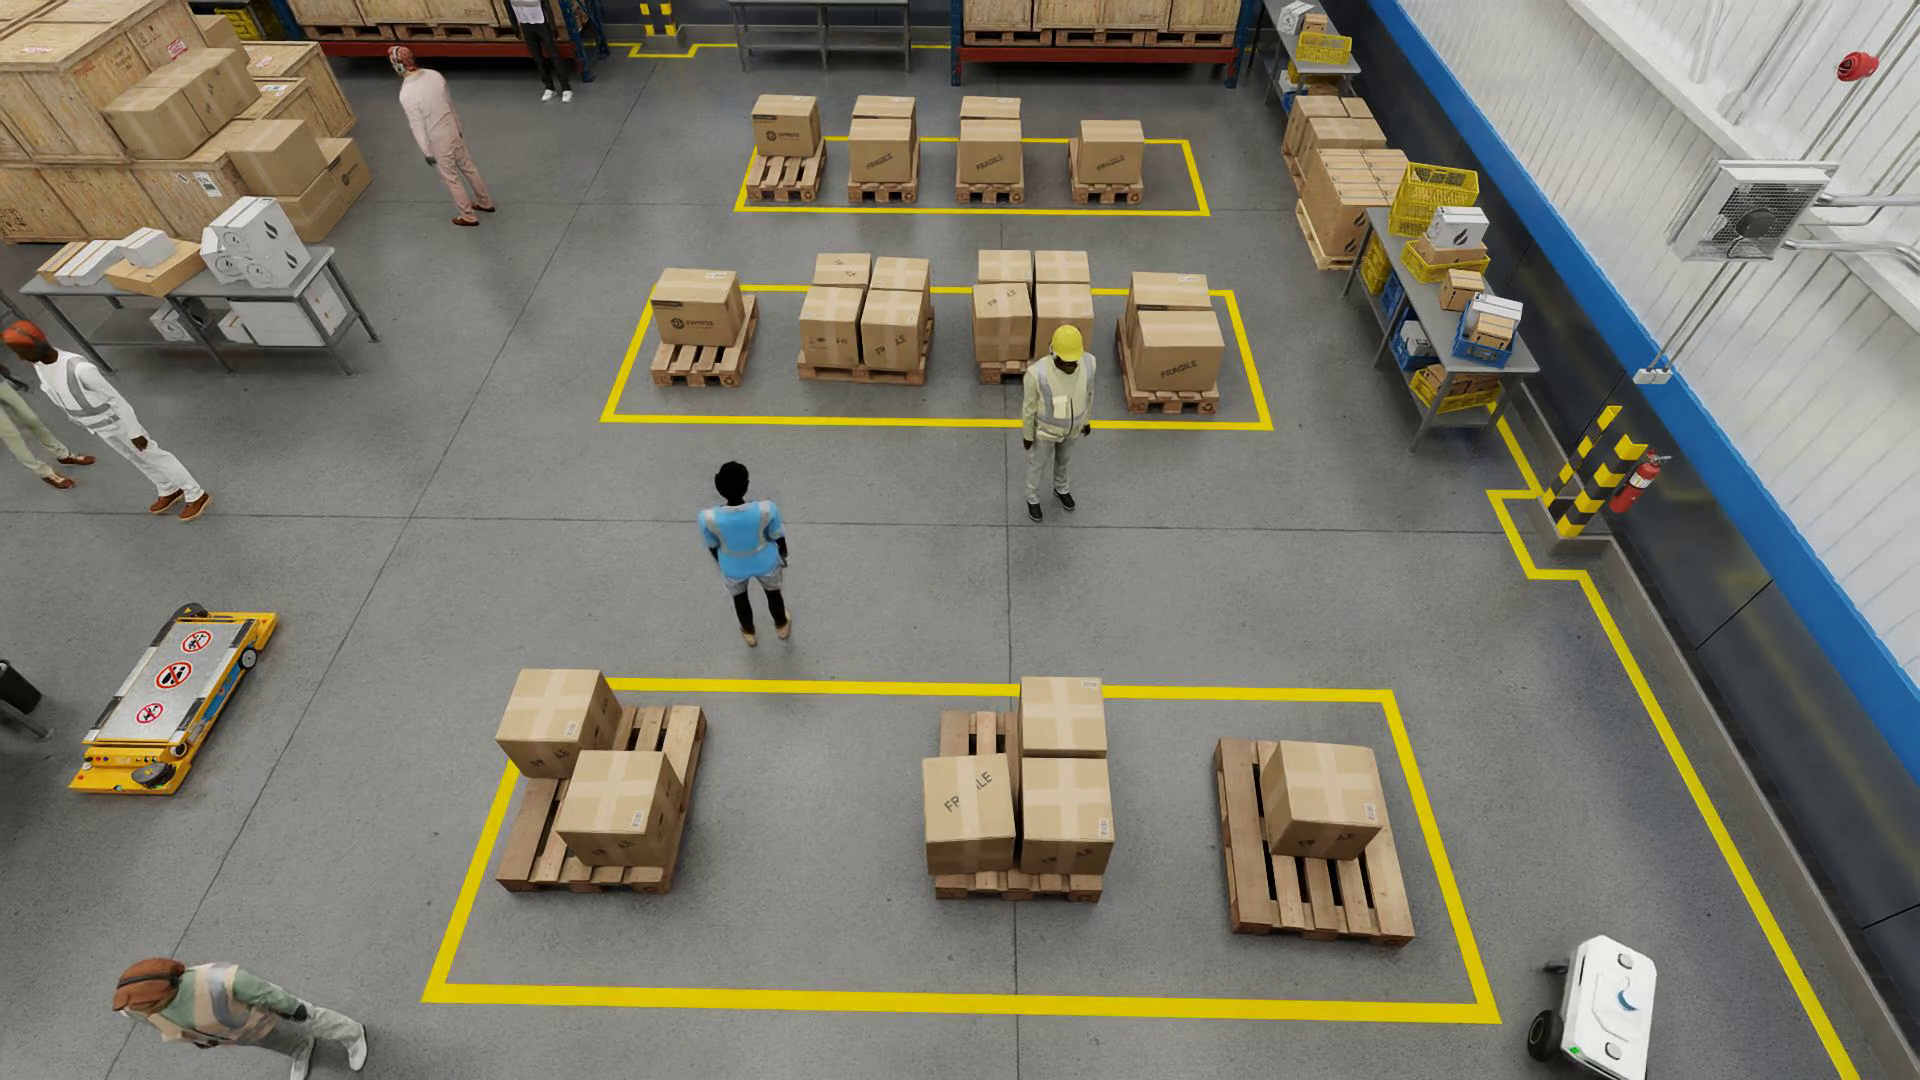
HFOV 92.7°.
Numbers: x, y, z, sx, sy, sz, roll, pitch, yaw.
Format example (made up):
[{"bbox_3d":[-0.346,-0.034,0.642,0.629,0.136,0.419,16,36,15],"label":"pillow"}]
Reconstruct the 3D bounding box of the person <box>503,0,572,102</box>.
[{"bbox_3d":[-5.586,-6.775,12.019,0.597,1.910,0.403,1,50,1],"label":"person"}]

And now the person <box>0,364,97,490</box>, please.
[{"bbox_3d":[-7.776,-1.199,7.327,0.309,1.864,0.535,3,50,2],"label":"person"}]

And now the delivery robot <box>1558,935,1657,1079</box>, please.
[{"bbox_3d":[3.512,2.539,4.957,0.477,0.478,0.707,25,54,20],"label":"delivery robot"}]

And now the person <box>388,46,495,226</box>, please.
[{"bbox_3d":[-5.683,-4.377,9.998,0.400,1.900,0.647,12,51,10],"label":"person"}]

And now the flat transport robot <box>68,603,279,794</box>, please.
[{"bbox_3d":[-5.504,1.072,6.442,0.652,0.197,1.431,1,50,1],"label":"flat transport robot"}]

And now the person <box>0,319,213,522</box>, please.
[{"bbox_3d":[-6.543,-0.893,7.054,0.574,1.886,0.356,13,51,11],"label":"person"}]

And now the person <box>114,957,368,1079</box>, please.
[{"bbox_3d":[-3.491,2.340,4.484,0.521,1.632,0.314,-12,51,-10],"label":"person"}]

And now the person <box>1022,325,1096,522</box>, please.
[{"bbox_3d":[0.759,-0.891,7.086,0.599,1.832,0.404,-18,52,-14],"label":"person"}]

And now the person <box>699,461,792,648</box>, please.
[{"bbox_3d":[-1.433,0.142,6.307,0.547,1.687,0.325,-12,51,-10],"label":"person"}]
